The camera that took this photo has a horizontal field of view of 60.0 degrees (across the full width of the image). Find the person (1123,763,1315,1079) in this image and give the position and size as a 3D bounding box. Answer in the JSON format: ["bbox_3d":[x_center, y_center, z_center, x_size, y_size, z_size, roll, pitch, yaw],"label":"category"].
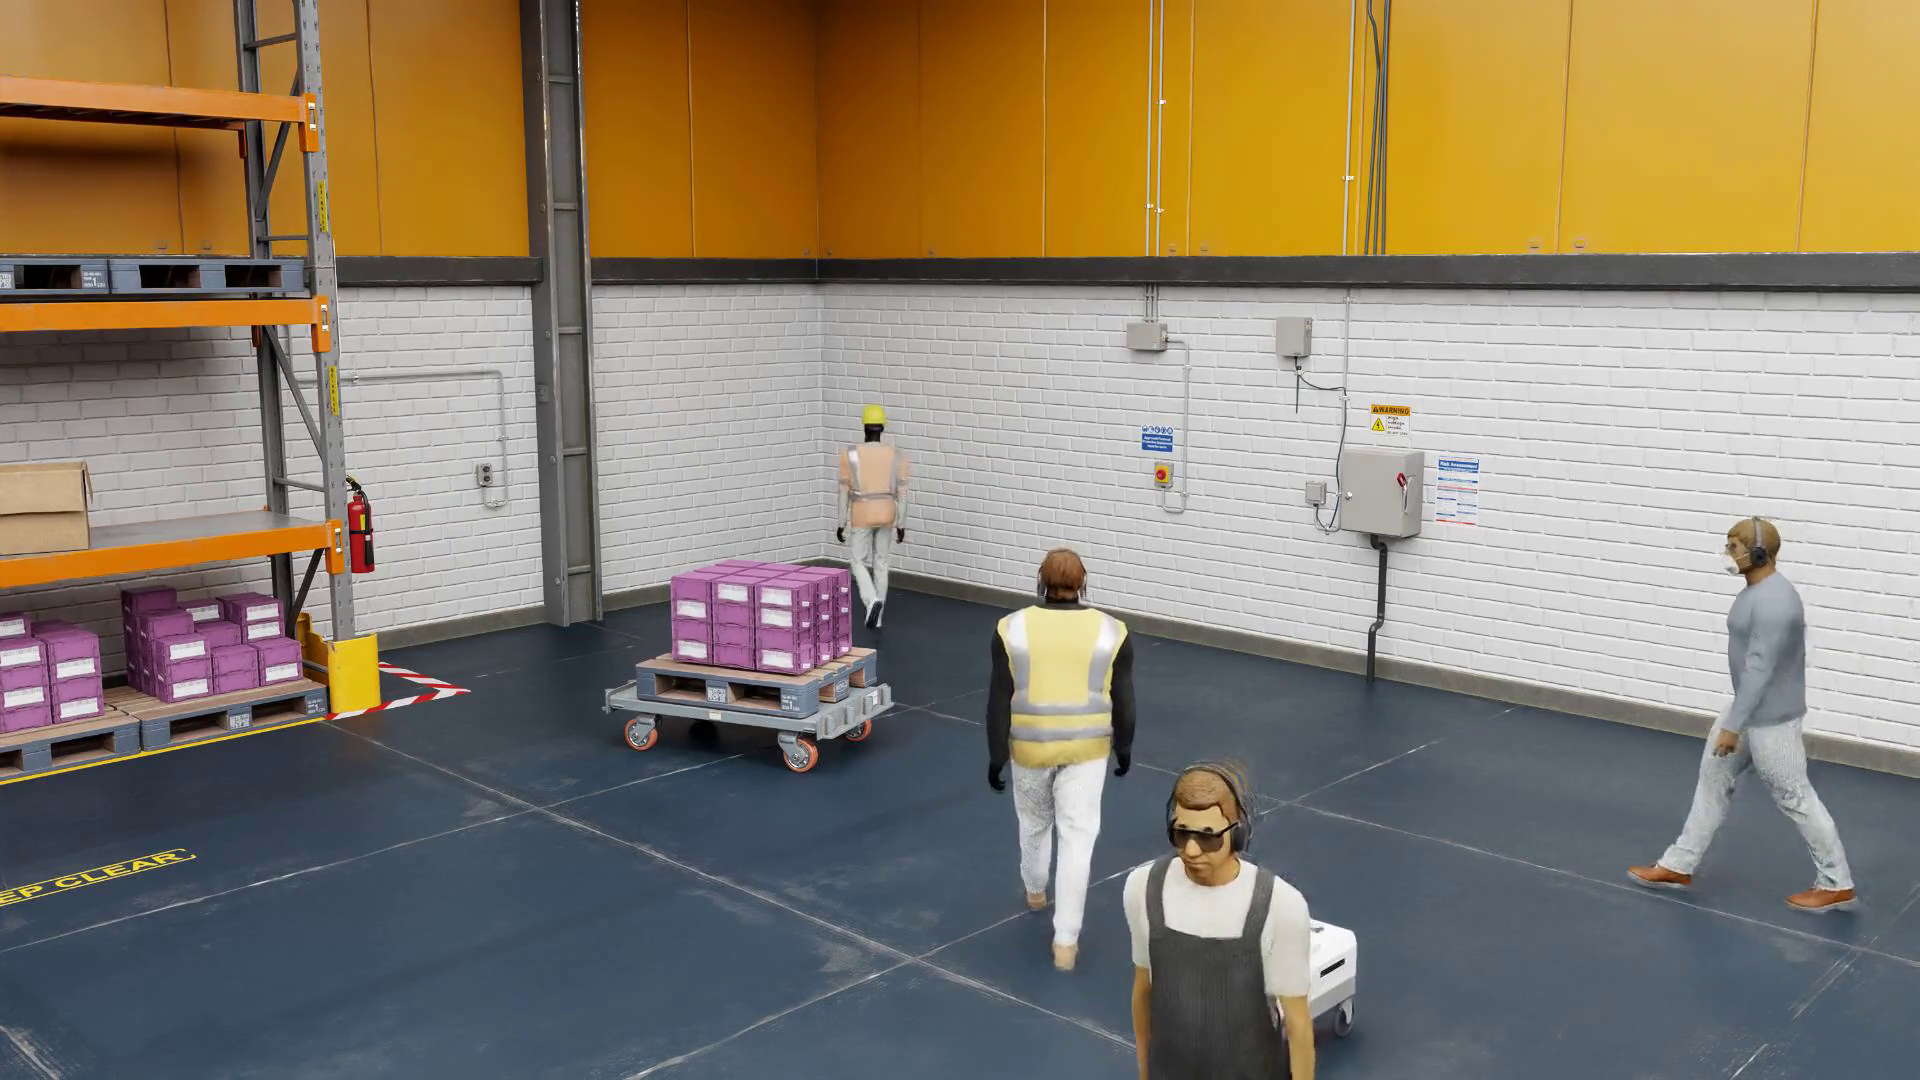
[{"bbox_3d":[0.693,1.433,4.437,0.527,1.798,1.004,4,10,21],"label":"person"}]

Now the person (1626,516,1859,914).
[{"bbox_3d":[3.805,0.828,7.877,1.012,1.889,0.636,2,10,13],"label":"person"}]

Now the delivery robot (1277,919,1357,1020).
[{"bbox_3d":[1.231,1.672,6.431,0.477,0.478,0.707,9,13,42],"label":"delivery robot"}]

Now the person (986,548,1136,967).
[{"bbox_3d":[0.460,0.921,7.515,0.661,1.797,0.946,1,9,5],"label":"person"}]

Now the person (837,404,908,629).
[{"bbox_3d":[-0.723,-0.177,13.899,0.609,1.913,0.584,-3,10,-16],"label":"person"}]
